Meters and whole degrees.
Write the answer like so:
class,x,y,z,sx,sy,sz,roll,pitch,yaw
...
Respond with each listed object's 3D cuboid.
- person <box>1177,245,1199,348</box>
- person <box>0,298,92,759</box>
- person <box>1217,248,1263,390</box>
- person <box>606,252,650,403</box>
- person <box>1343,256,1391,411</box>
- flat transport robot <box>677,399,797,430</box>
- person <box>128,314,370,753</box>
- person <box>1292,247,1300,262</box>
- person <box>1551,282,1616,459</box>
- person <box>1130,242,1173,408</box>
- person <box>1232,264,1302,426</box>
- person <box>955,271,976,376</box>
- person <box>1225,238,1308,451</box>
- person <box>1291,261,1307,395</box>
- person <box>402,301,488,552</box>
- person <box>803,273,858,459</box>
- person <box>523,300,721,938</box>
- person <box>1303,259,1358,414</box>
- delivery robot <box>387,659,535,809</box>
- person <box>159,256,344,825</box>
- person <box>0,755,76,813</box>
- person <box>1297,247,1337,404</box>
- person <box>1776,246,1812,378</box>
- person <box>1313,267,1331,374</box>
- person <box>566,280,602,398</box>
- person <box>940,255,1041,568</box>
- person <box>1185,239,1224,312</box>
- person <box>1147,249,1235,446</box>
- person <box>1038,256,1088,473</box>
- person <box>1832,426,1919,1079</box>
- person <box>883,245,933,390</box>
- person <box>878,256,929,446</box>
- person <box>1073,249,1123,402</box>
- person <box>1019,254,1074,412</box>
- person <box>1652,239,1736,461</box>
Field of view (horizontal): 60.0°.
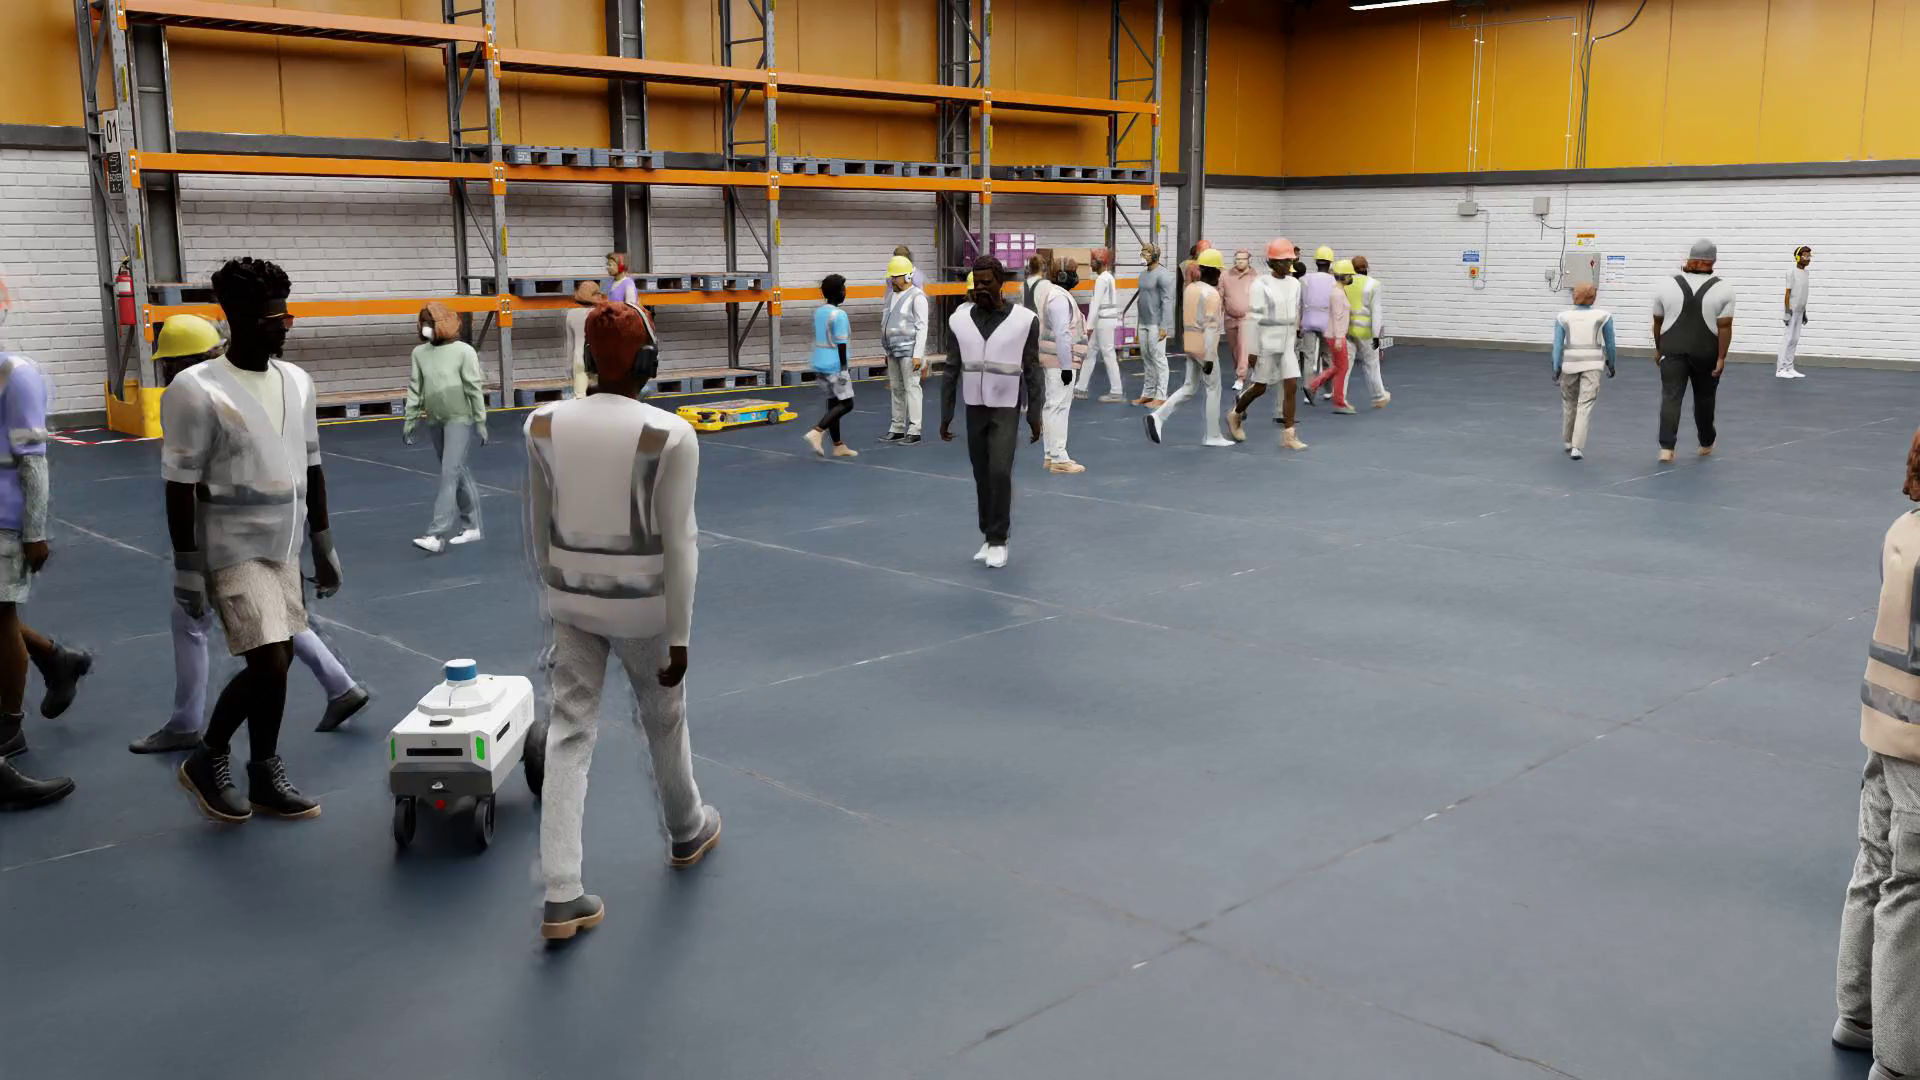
class,x,y,z,sx,sy,sz,roll,pitch,yaw
person,4.192,-4.331,29.706,0.621,1.845,0.429,2,11,8
person,-3.712,-0.103,6.458,0.552,1.919,0.613,5,11,24
person,3.730,-2.946,22.119,0.637,1.867,0.998,5,11,24
person,-3.784,-2.308,18.684,0.502,1.834,0.584,-6,12,-32
person,4.647,-2.377,19.223,0.659,1.778,0.959,10,14,44
flat transport robot,-2.440,-1.344,17.704,0.652,0.197,1.431,7,13,34
person,-2.831,-0.032,6.566,0.856,1.724,0.514,-2,11,-11
person,5.838,-4.227,29.200,0.961,1.818,0.520,8,13,38
person,5.714,-1.555,15.243,0.523,1.593,0.838,6,12,30
person,2.267,-2.520,19.564,0.362,1.938,0.631,-4,11,-22
person,3.293,-2.107,17.654,0.650,1.814,0.604,5,12,26
person,0.208,-1.737,15.946,0.504,1.707,0.829,0,10,0
person,2.941,-1.874,15.884,0.605,2.011,0.953,-6,12,-31
person,4.249,-2.669,21.038,0.541,1.695,0.317,0,10,-1
person,-3.357,-0.717,10.660,0.535,1.594,0.822,5,11,25
person,-1.160,-1.542,14.921,0.553,1.685,0.551,-6,12,-31
person,-1.030,0.207,4.994,0.592,1.839,0.982,2,11,12
person,4.243,-2.297,18.872,0.558,1.755,0.538,3,11,15
delivery robot,-1.717,0.657,5.761,0.477,0.478,0.707,0,10,-1
person,-2.378,0.028,5.635,0.412,1.950,0.624,3,11,15
person,-3.598,0.094,5.480,1.020,1.898,0.542,-9,13,-39
person,4.363,-2.600,20.188,0.591,1.877,0.967,3,11,18
person,11.915,-3.241,23.687,0.518,1.870,0.323,-7,13,-34
person,5.343,-3.254,24.488,0.500,1.597,0.816,3,11,13
person,-3.534,-1.648,15.718,0.507,1.604,0.766,5,11,23
person,0.153,-0.776,10.164,0.614,1.894,0.670,4,11,23
person,3.941,-3.877,26.908,0.623,1.970,0.877,0,10,0
person,2.234,-1.820,15.863,0.816,1.903,0.596,-4,11,-21
person,0.881,-1.499,14.263,0.429,1.845,0.621,-1,10,-6
person,2.278,0.501,3.907,0.308,1.640,0.510,2,11,12
person,-0.677,-2.937,21.963,0.788,1.901,0.635,-8,13,-39
person,-0.558,-1.826,16.099,0.403,1.823,0.588,-8,13,-36
person,1.605,-2.607,20.291,0.887,1.852,0.580,2,11,10
person,0.947,-2.387,19.222,0.536,1.795,0.952,9,14,41
person,6.627,-1.745,15.057,0.688,2.000,1.035,6,12,30
